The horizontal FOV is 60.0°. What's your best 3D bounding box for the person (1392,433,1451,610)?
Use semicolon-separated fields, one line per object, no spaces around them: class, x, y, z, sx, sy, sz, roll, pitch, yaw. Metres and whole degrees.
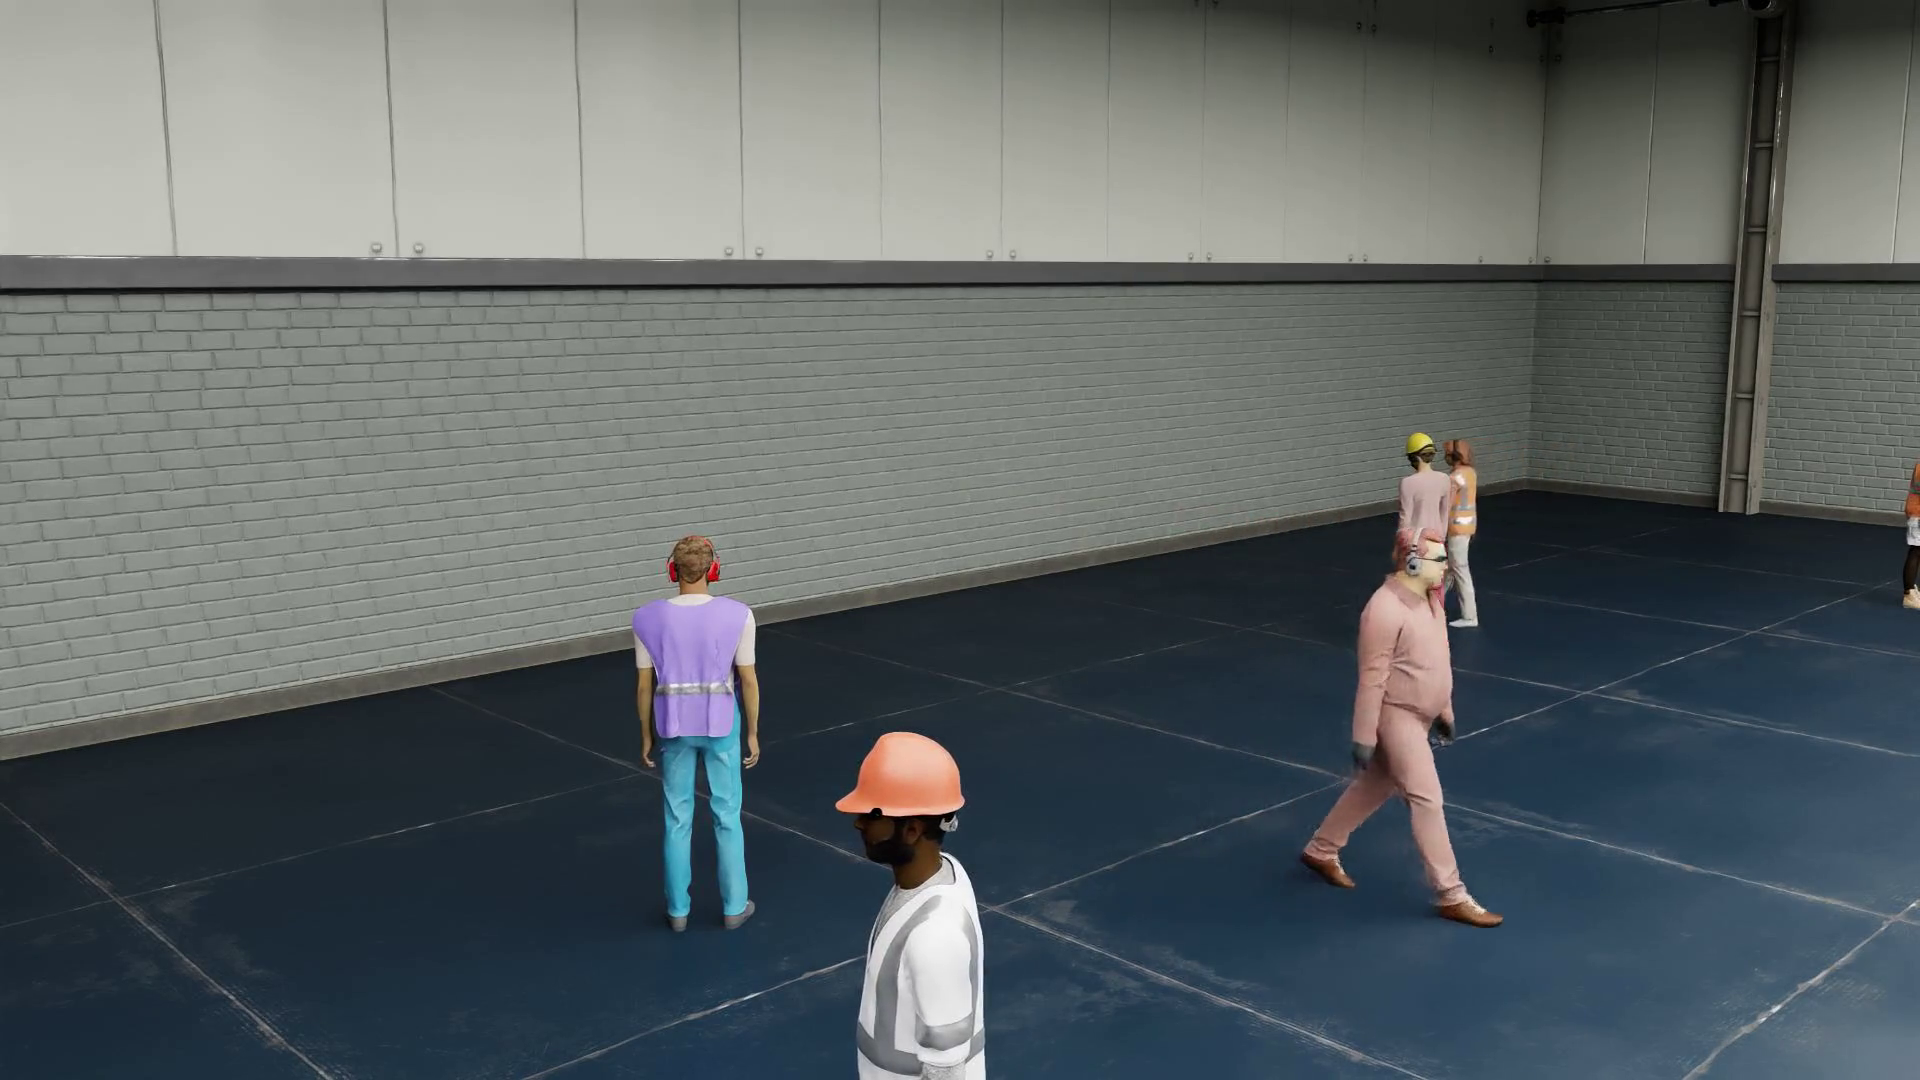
person;3.672;0.024;13.294;0.524;1.760;0.328;-5;10;-28

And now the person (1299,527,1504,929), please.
person;2.091;0.844;7.925;1.028;1.857;0.655;6;11;32

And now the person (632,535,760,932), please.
person;-1.202;0.896;7.635;0.564;1.838;0.390;0;9;-2

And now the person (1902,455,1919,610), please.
person;8.713;-0.225;15.017;0.322;1.699;0.536;6;11;34

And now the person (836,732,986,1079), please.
person;-0.116;1.417;4.093;0.360;1.939;0.543;-1;9;-5

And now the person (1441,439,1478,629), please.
person;4.156;-0.059;14.231;0.692;1.607;0.543;6;11;34
